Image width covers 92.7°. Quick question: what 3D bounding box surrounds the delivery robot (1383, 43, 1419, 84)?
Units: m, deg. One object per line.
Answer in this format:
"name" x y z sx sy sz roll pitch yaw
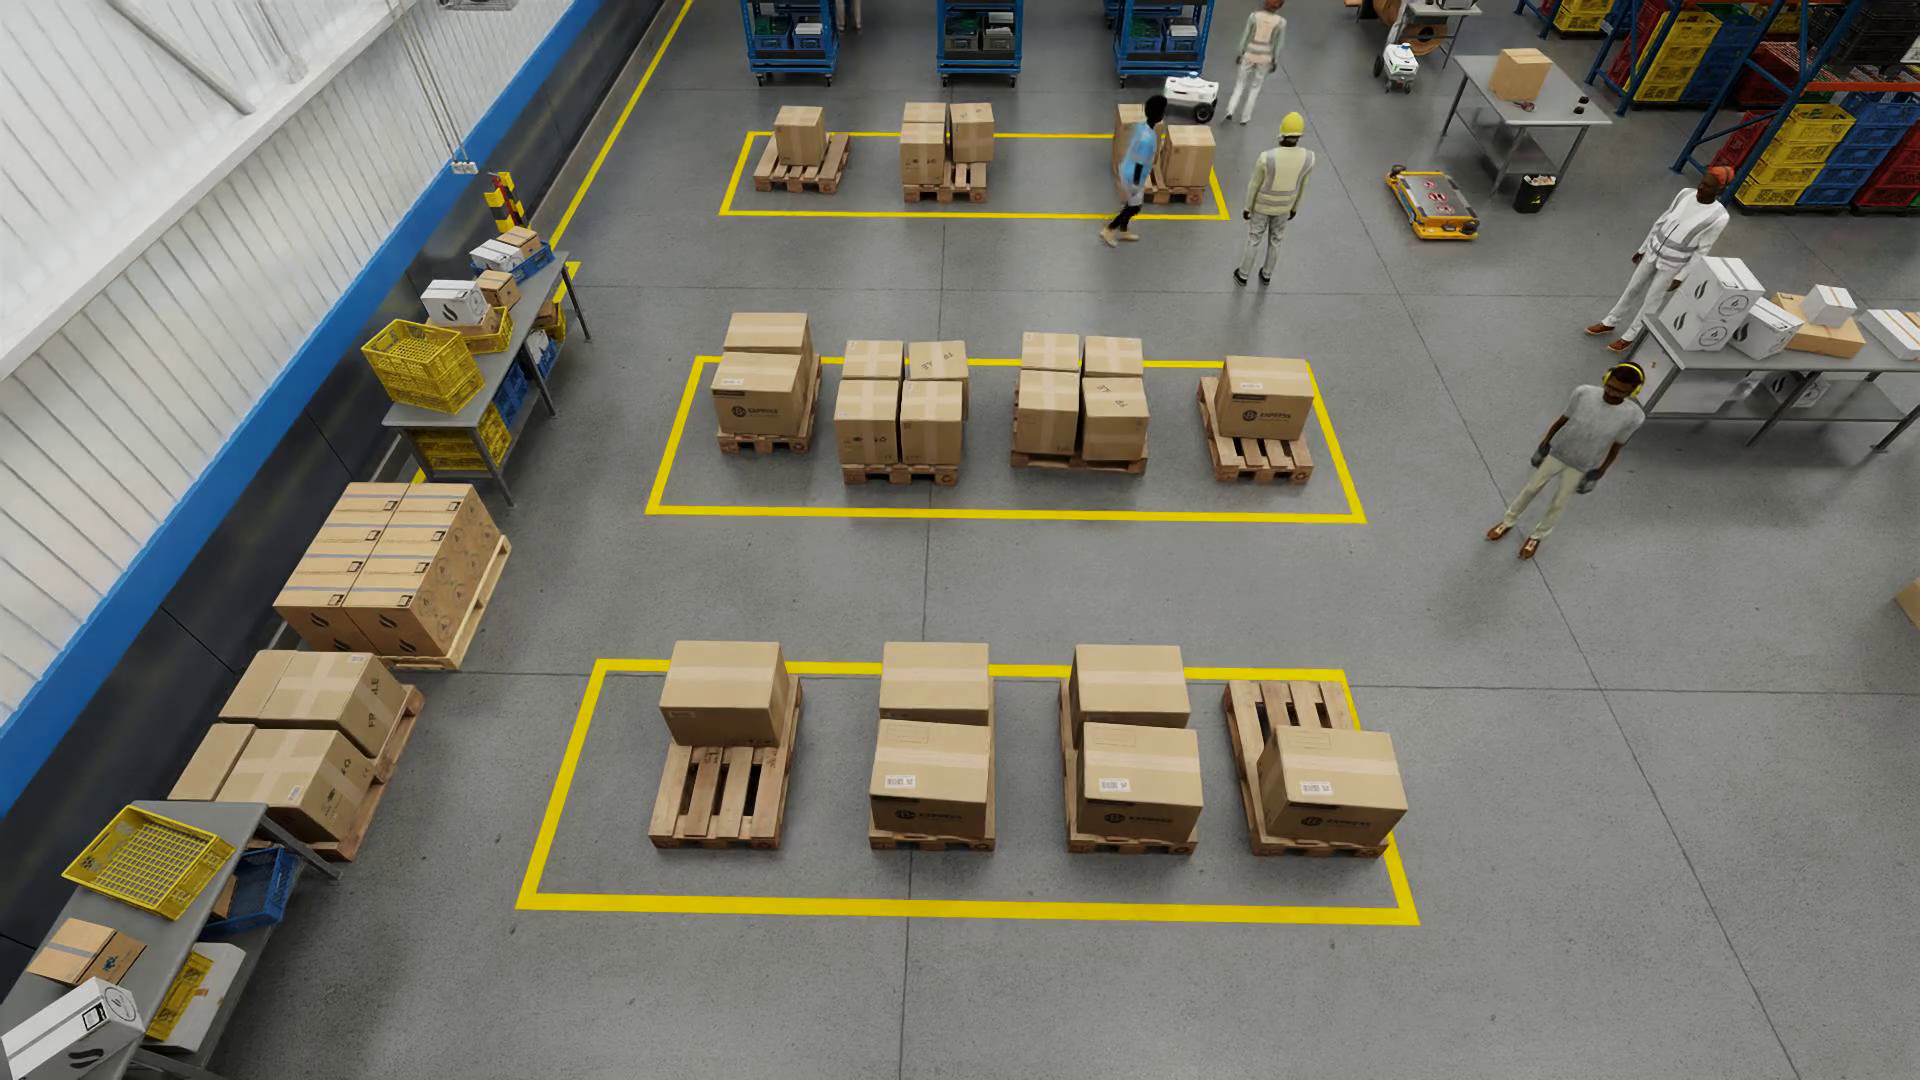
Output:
"delivery robot" 6.372 -6.919 13.258 0.477 0.478 0.707 5 49 4

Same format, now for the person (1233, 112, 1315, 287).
"person" 3.241 -3.497 9.526 0.594 1.825 0.403 -2 49 -2

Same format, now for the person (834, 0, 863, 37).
"person" -1.765 -8.847 14.052 0.629 1.979 0.410 -16 51 -14

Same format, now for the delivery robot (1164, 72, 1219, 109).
"delivery robot" 3.177 -6.181 12.619 0.707 0.478 0.477 13 50 11

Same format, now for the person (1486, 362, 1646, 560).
"person" 4.646 -0.592 6.987 0.326 1.861 0.497 -34 57 -26

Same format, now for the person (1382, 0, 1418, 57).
"person" 6.574 -7.902 13.269 0.371 1.930 0.626 22 53 18

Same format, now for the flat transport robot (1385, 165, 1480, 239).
"flat transport robot" 5.692 -4.094 11.059 0.652 0.197 1.431 1 49 1

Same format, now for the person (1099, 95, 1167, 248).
"person" 1.906 -4.029 10.076 0.486 1.680 0.547 4 49 4

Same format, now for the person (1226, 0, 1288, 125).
"person" 3.932 -6.332 12.108 0.549 1.615 0.489 21 52 18

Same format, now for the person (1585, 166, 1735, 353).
"person" 6.726 -2.665 8.764 0.355 1.883 0.573 -12 50 -10
